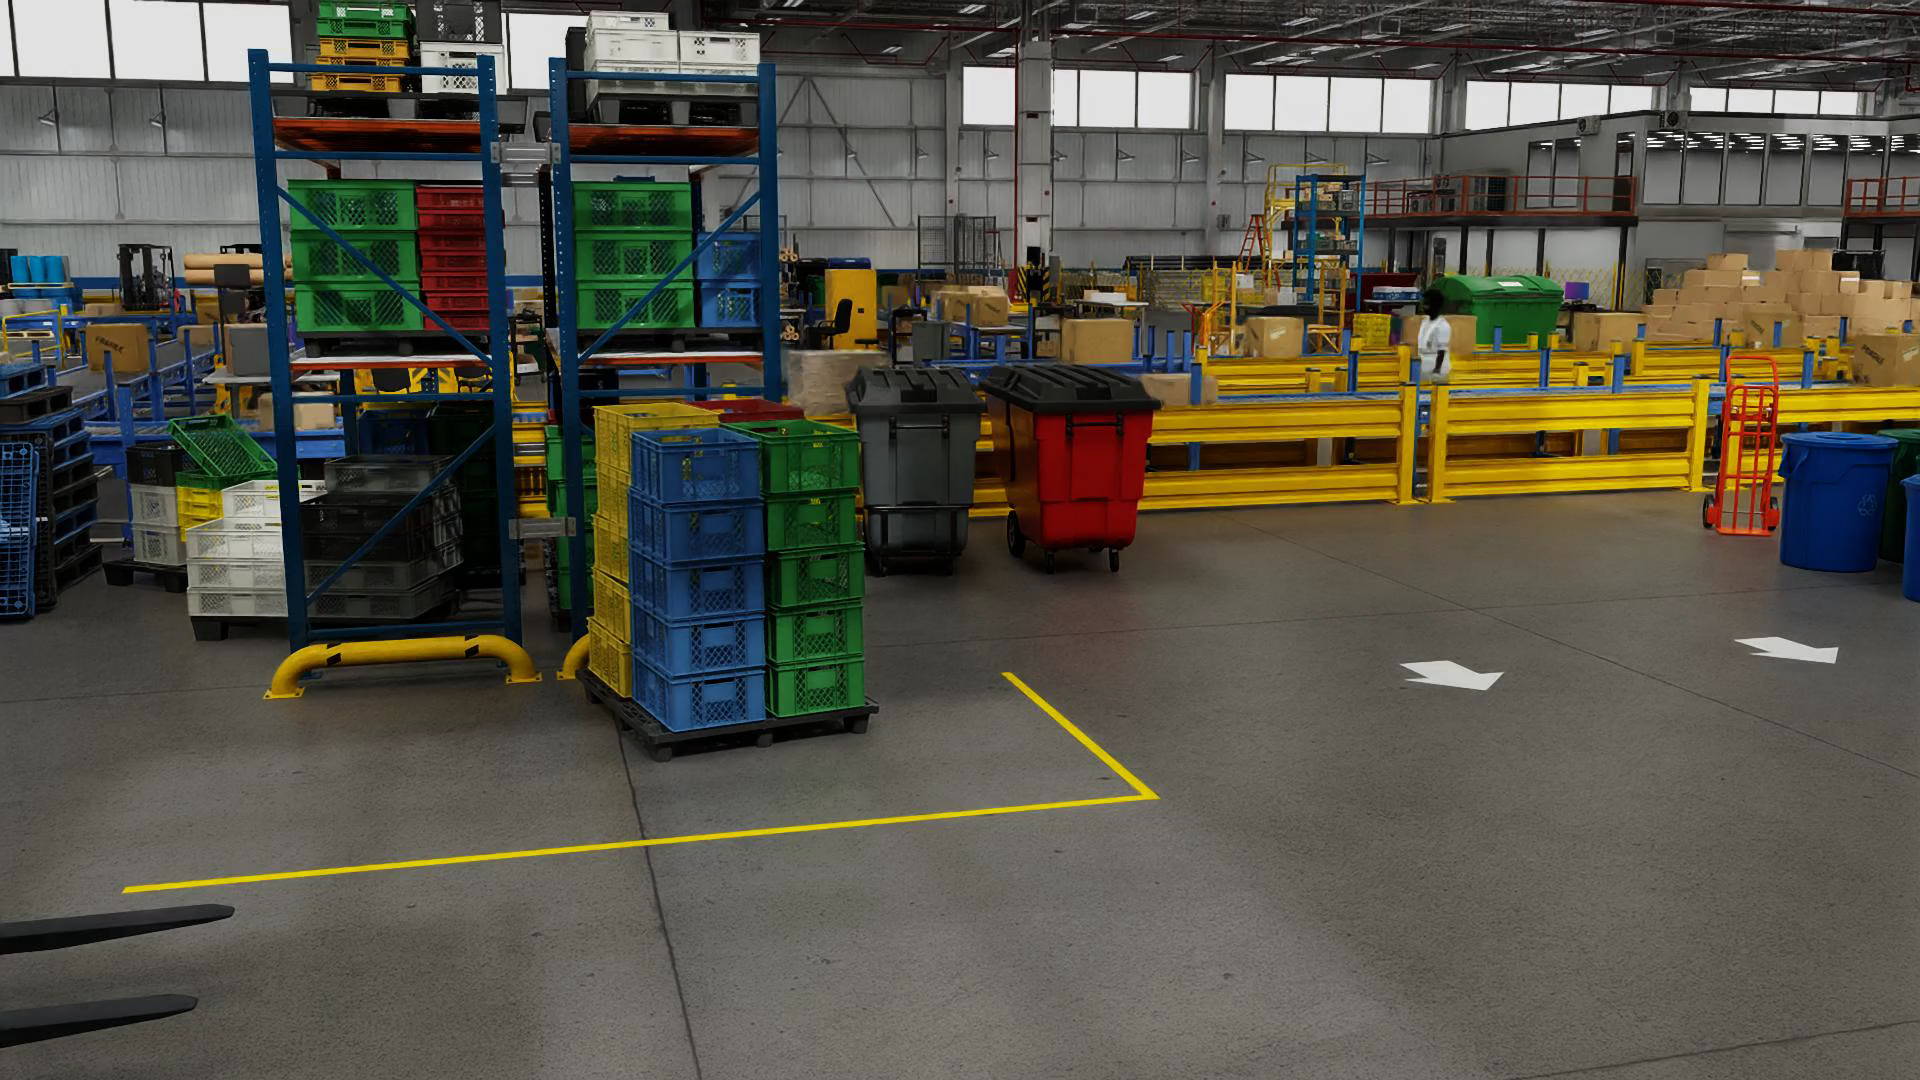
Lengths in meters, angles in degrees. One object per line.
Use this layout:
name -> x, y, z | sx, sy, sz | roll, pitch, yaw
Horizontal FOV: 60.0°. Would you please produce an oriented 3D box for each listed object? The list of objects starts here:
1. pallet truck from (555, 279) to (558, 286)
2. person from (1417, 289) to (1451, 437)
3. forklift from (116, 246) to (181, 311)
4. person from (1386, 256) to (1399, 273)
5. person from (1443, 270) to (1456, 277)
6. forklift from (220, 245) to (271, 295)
pallet truck -> -10.604, -6.375, 44.520 | 0.653, 1.274, 1.630 | -3, 10, -15
person -> 4.886, -1.755, 17.251 | 0.372, 1.681, 0.546 | -2, 10, -10
forklift -> -19.966, -6.232, 40.894 | 1.157, 1.987, 2.680 | -3, 10, -15
person -> 16.162, -9.818, 62.370 | 0.579, 1.882, 0.342 | -3, 10, -16
person -> 8.083, -3.570, 27.393 | 0.525, 1.749, 0.568 | 9, 13, 40
forklift -> -17.749, -6.334, 41.440 | 1.157, 1.987, 2.680 | -3, 10, -17
